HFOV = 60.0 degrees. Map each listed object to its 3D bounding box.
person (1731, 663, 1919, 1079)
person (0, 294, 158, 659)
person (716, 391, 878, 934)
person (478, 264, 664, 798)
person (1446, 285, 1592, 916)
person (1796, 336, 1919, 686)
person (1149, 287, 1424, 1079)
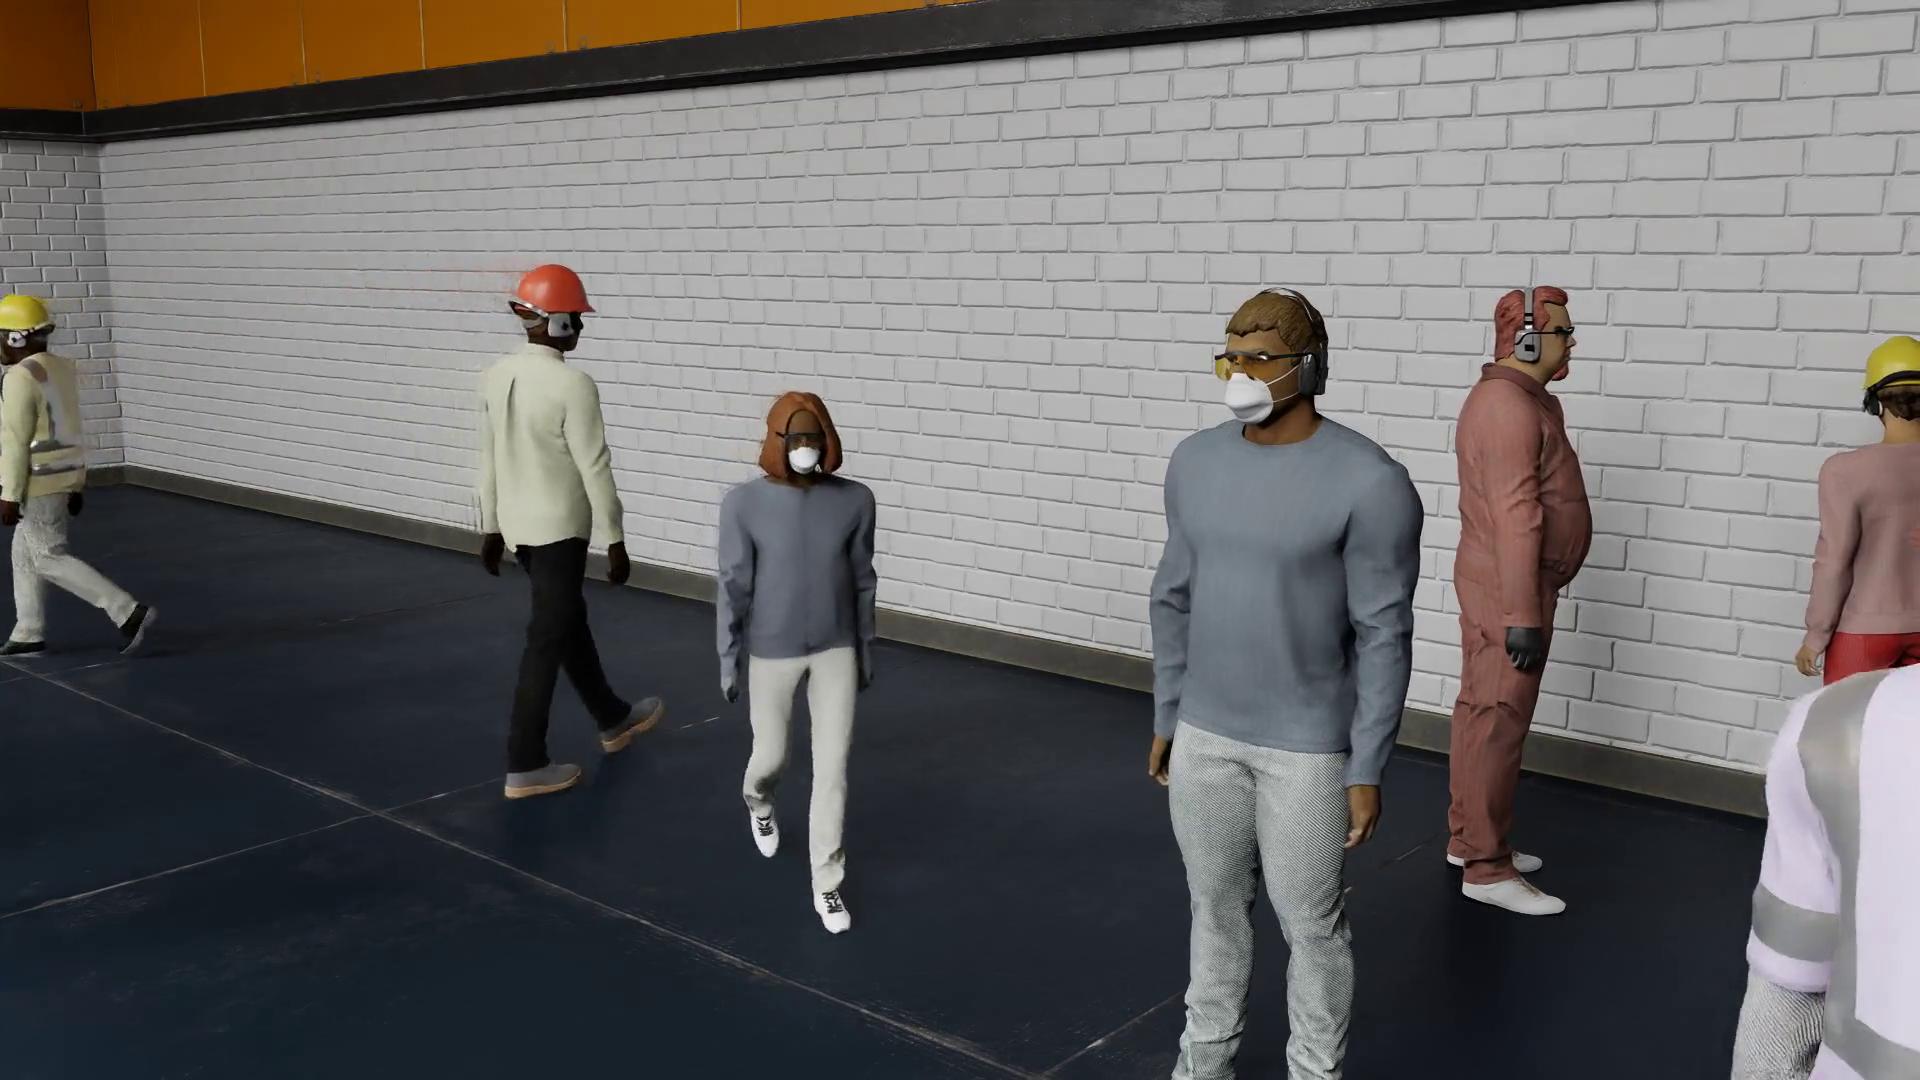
[{"bbox_3d":[1.057,0.768,1.738,0.608,1.925,0.578,-7,12,-33],"label":"person"},{"bbox_3d":[-4.397,-0.292,8.104,0.796,1.809,0.589,-2,10,-11],"label":"person"},{"bbox_3d":[-0.509,0.332,5.125,0.505,1.605,0.702,-3,10,-18],"label":"person"},{"bbox_3d":[-1.458,-0.054,6.325,0.658,1.964,0.810,9,13,42],"label":"person"},{"bbox_3d":[1.730,0.176,5.157,0.406,1.911,0.639,2,10,11],"label":"person"},{"bbox_3d":[2.774,0.275,5.005,0.528,1.764,0.328,-1,10,-6],"label":"person"},{"bbox_3d":[0.664,0.433,3.605,0.628,1.940,0.373,9,13,42],"label":"person"}]
